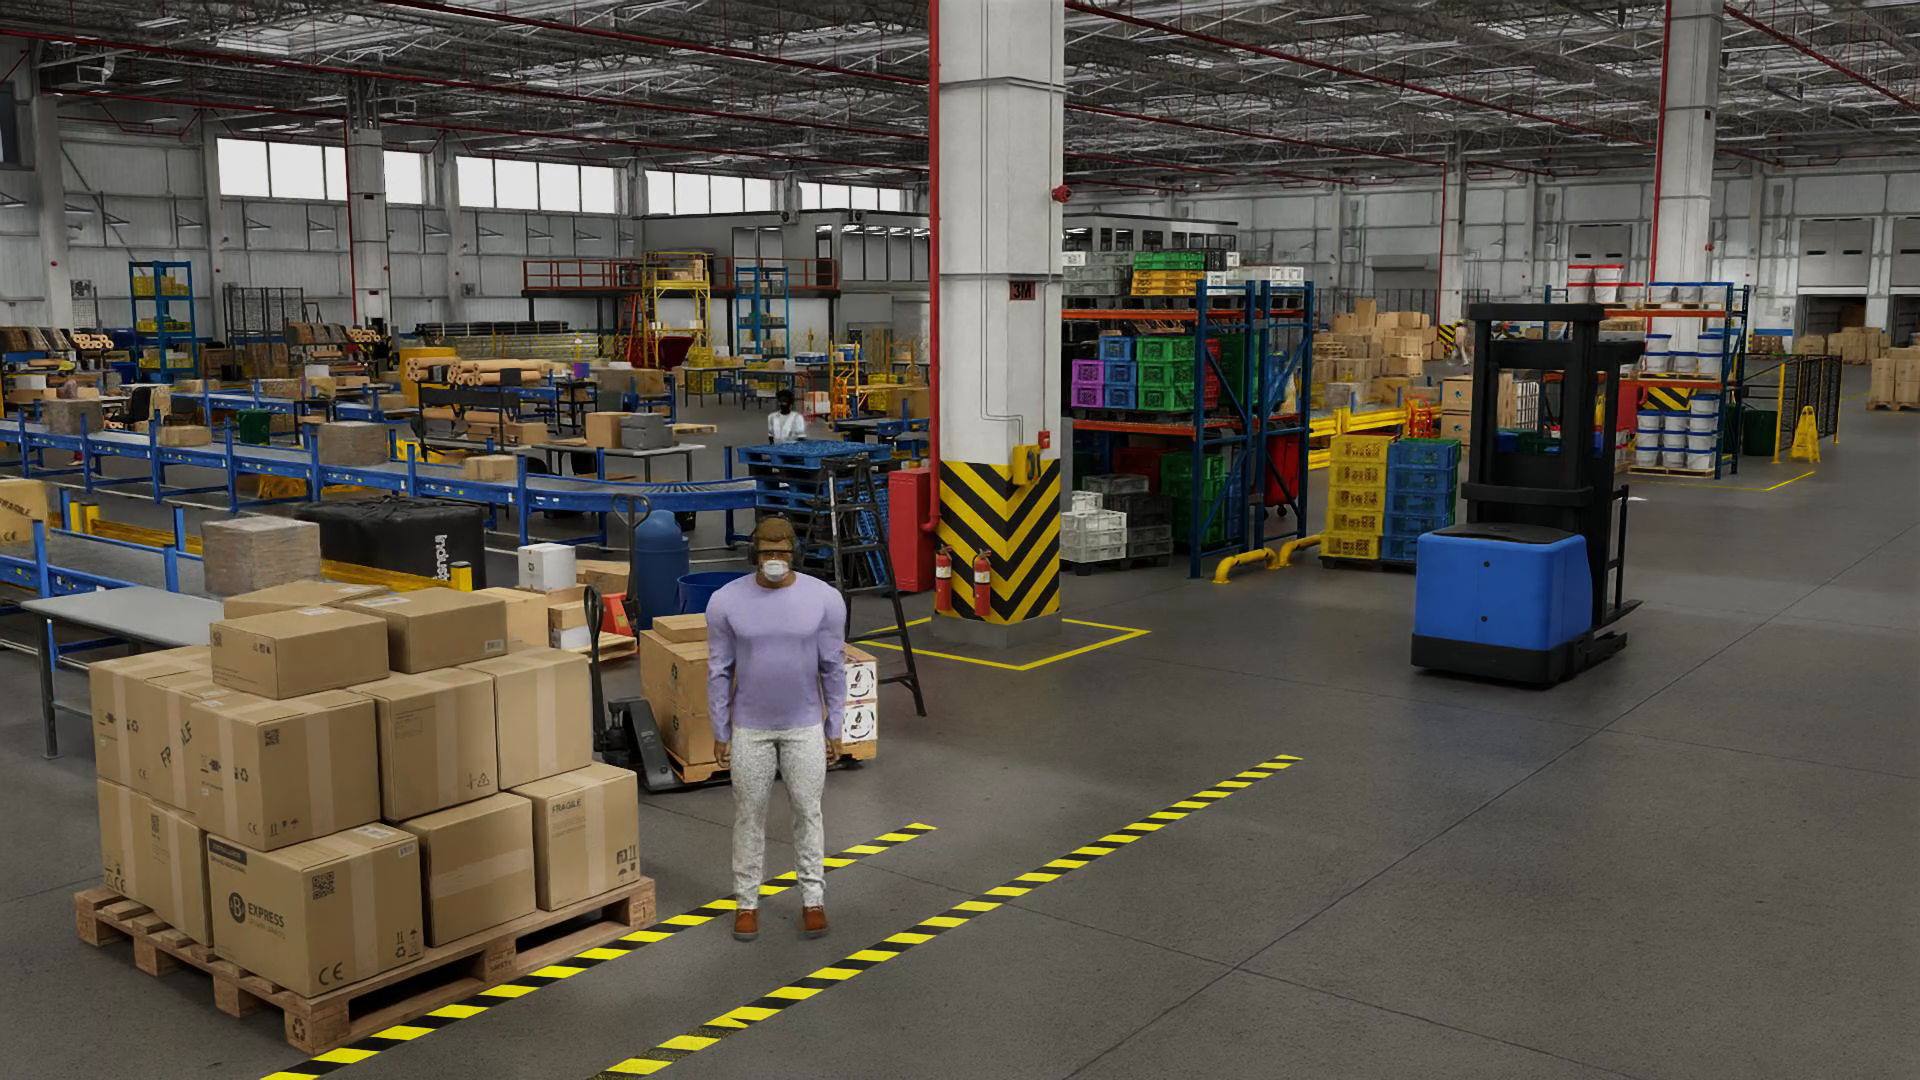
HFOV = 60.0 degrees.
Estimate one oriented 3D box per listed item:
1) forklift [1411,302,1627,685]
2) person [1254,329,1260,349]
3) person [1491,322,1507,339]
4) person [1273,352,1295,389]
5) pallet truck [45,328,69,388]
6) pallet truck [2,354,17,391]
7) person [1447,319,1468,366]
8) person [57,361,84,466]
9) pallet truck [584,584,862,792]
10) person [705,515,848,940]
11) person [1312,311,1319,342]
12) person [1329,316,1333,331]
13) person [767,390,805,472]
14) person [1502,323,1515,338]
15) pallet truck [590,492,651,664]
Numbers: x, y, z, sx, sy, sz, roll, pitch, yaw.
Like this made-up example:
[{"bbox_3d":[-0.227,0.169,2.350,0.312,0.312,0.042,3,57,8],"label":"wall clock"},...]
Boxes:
[{"bbox_3d":[4.379,-0.438,12.852,1.129,2.768,1.873,7,11,37],"label":"forklift"},{"bbox_3d":[15.474,-10.837,86.440,0.430,1.845,0.619,6,10,34],"label":"person"},{"bbox_3d":[16.023,-5.461,49.531,0.536,2.000,0.682,-7,11,-39],"label":"person"},{"bbox_3d":[6.013,-2.609,31.093,0.587,1.795,0.901,7,11,39],"label":"person"},{"bbox_3d":[-23.775,-4.544,43.495,1.885,1.965,0.823,6,10,35],"label":"pallet truck"},{"bbox_3d":[-24.881,-4.417,42.634,1.885,1.965,0.823,8,11,41],"label":"pallet truck"},{"bbox_3d":[19.976,-7.876,66.439,0.597,1.861,1.006,-5,10,-31],"label":"person"},{"bbox_3d":[-14.980,-2.131,28.000,0.310,1.768,0.533,-5,10,-33],"label":"person"},{"bbox_3d":[-1.426,0.805,10.019,1.601,1.201,0.680,-4,9,-26],"label":"pallet truck"},{"bbox_3d":[-0.815,0.839,7.455,0.624,1.931,0.377,-1,8,-6],"label":"person"},{"bbox_3d":[18.419,-10.884,86.242,0.611,1.994,0.379,7,11,39],"label":"person"},{"bbox_3d":[17.101,-9.343,76.166,0.562,1.889,0.952,5,10,33],"label":"person"},{"bbox_3d":[-2.254,-1.073,21.191,0.564,1.661,0.798,3,9,19],"label":"person"},{"bbox_3d":[16.963,-5.779,51.854,0.608,1.987,0.388,7,11,40],"label":"person"},{"bbox_3d":[-3.115,0.344,12.883,0.653,1.274,1.630,7,11,37],"label":"pallet truck"}]
